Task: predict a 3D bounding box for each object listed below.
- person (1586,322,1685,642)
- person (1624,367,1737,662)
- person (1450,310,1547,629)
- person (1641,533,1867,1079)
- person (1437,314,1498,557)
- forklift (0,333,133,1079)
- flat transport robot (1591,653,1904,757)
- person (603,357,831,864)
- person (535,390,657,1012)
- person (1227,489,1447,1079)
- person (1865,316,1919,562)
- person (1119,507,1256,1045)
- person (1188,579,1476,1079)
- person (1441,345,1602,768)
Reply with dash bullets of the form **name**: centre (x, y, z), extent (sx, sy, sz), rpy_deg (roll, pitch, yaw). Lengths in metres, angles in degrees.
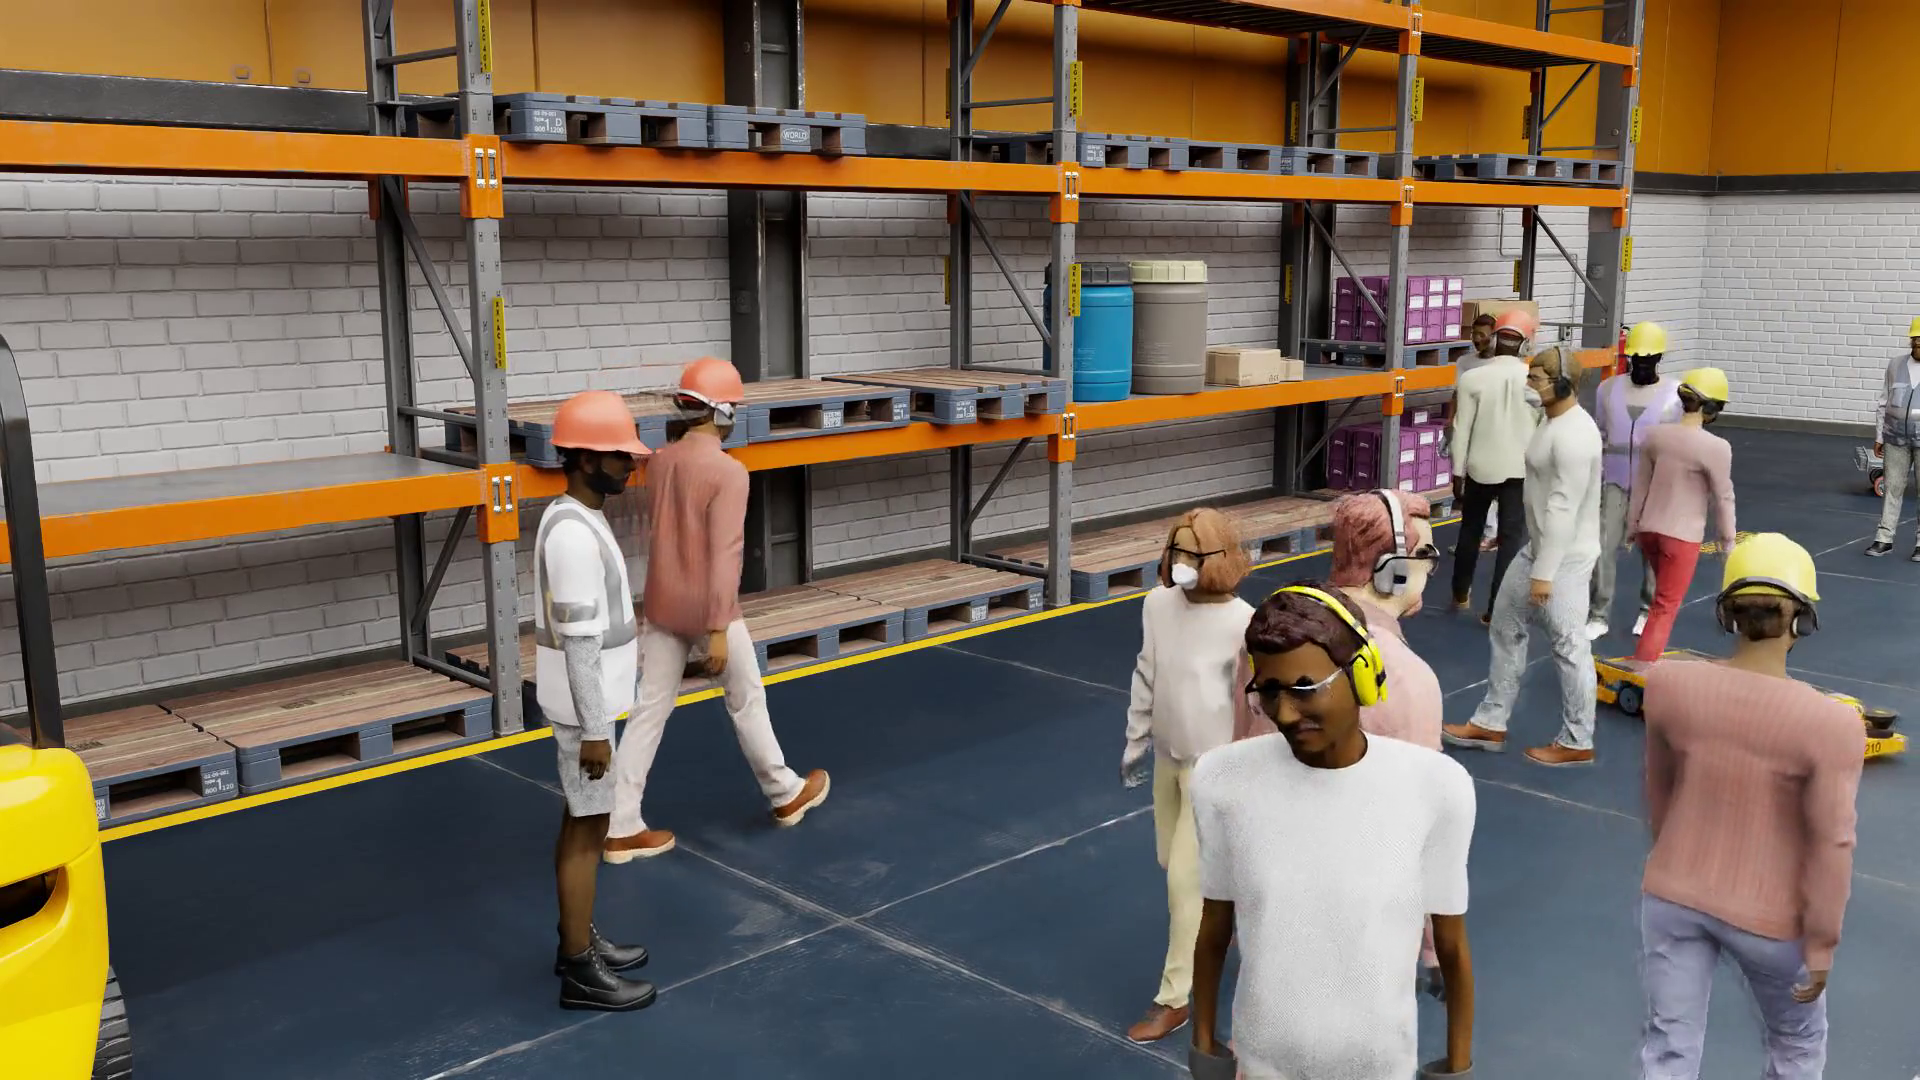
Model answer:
- **person**: centre (3.978, -0.327, 9.805), extent (0.627, 1.891, 0.871), rpy_deg (9, 14, 39)
- **person**: centre (3.730, -0.020, 8.562), extent (0.608, 1.736, 0.548), rpy_deg (-4, 11, -20)
- **person**: centre (3.351, -0.455, 10.384), extent (0.613, 1.939, 0.983), rpy_deg (2, 11, 9)
- **person**: centre (1.856, 0.841, 3.911), extent (0.709, 1.732, 0.516), rpy_deg (-10, 14, -42)
- **person**: centre (3.845, -0.761, 12.380), extent (0.972, 1.820, 0.505), rpy_deg (-10, 14, -43)
- **forklift**: centre (-3.289, 0.485, 4.582), extent (1.214, 2.155, 2.313), rpy_deg (-10, 14, -44)
- **flat transport robot**: centre (3.774, 0.789, 8.173), extent (0.652, 0.197, 1.431), rpy_deg (-4, 11, -22)
- **person**: centre (-1.000, 0.259, 6.531), extent (0.655, 1.930, 1.035), rpy_deg (9, 14, 40)
- **person**: centre (-1.132, 0.498, 5.217), extent (0.378, 1.932, 0.551), rpy_deg (-2, 11, -13)
- **person**: centre (0.856, 0.803, 3.806), extent (1.016, 1.848, 0.652), rpy_deg (-3, 11, -14)
- **person**: centre (7.085, -0.757, 12.339), extent (0.403, 1.833, 0.586), rpy_deg (-9, 14, -40)
- **person**: centre (0.772, 0.679, 5.114), extent (0.704, 1.608, 0.502), rpy_deg (-7, 13, -34)
- **person**: centre (0.690, 0.945, 3.071), extent (0.526, 1.837, 0.633), rpy_deg (3, 11, 16)
- **person**: centre (2.543, 0.085, 7.523), extent (0.792, 1.912, 0.659), rpy_deg (2, 11, 10)
